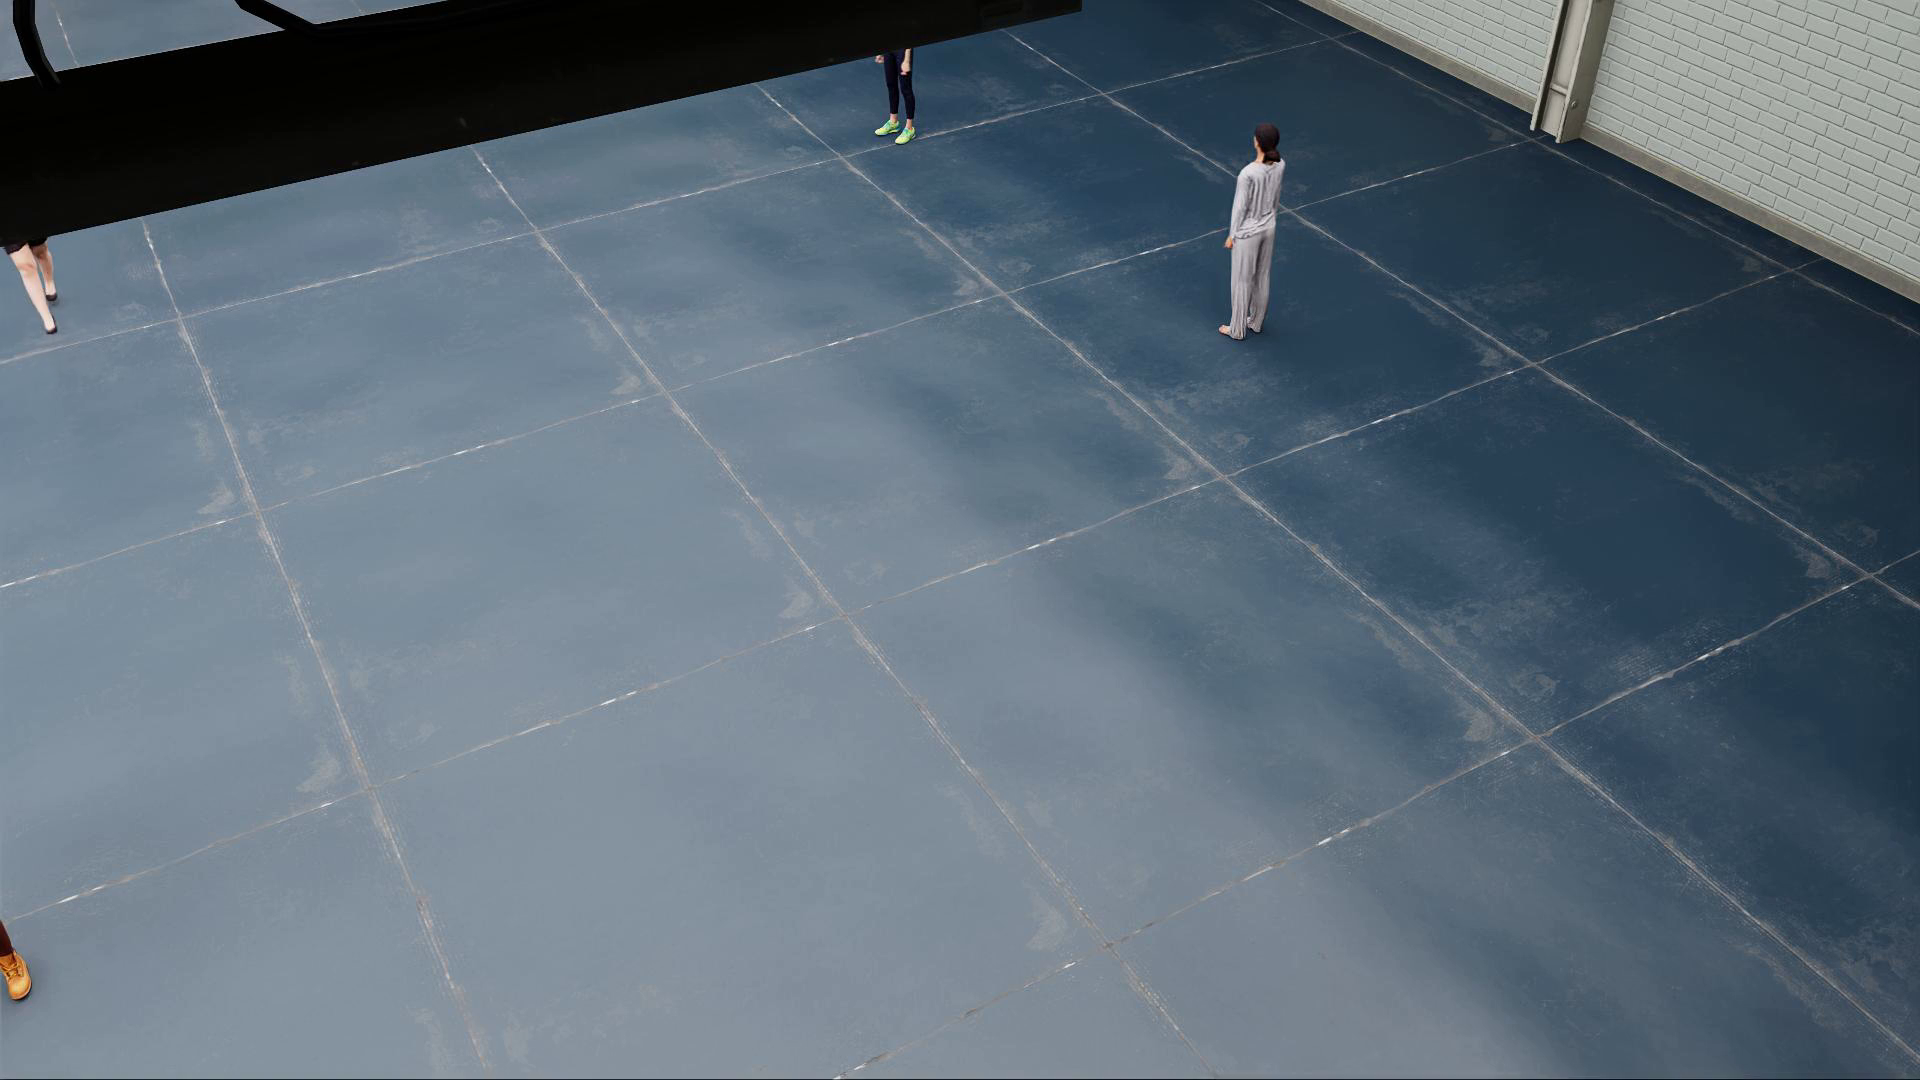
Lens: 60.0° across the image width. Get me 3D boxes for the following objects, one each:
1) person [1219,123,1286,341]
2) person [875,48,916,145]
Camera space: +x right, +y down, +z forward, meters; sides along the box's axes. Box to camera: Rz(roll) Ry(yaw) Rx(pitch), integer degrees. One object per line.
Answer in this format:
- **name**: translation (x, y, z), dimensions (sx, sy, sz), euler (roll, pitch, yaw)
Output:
- **person**: translation (2.268, -2.363, 12.764), dimensions (0.589, 1.774, 0.538), euler (-22, 43, -25)
- **person**: translation (-0.586, -4.618, 15.705), dimensions (0.555, 1.703, 0.708), euler (31, 48, 34)
